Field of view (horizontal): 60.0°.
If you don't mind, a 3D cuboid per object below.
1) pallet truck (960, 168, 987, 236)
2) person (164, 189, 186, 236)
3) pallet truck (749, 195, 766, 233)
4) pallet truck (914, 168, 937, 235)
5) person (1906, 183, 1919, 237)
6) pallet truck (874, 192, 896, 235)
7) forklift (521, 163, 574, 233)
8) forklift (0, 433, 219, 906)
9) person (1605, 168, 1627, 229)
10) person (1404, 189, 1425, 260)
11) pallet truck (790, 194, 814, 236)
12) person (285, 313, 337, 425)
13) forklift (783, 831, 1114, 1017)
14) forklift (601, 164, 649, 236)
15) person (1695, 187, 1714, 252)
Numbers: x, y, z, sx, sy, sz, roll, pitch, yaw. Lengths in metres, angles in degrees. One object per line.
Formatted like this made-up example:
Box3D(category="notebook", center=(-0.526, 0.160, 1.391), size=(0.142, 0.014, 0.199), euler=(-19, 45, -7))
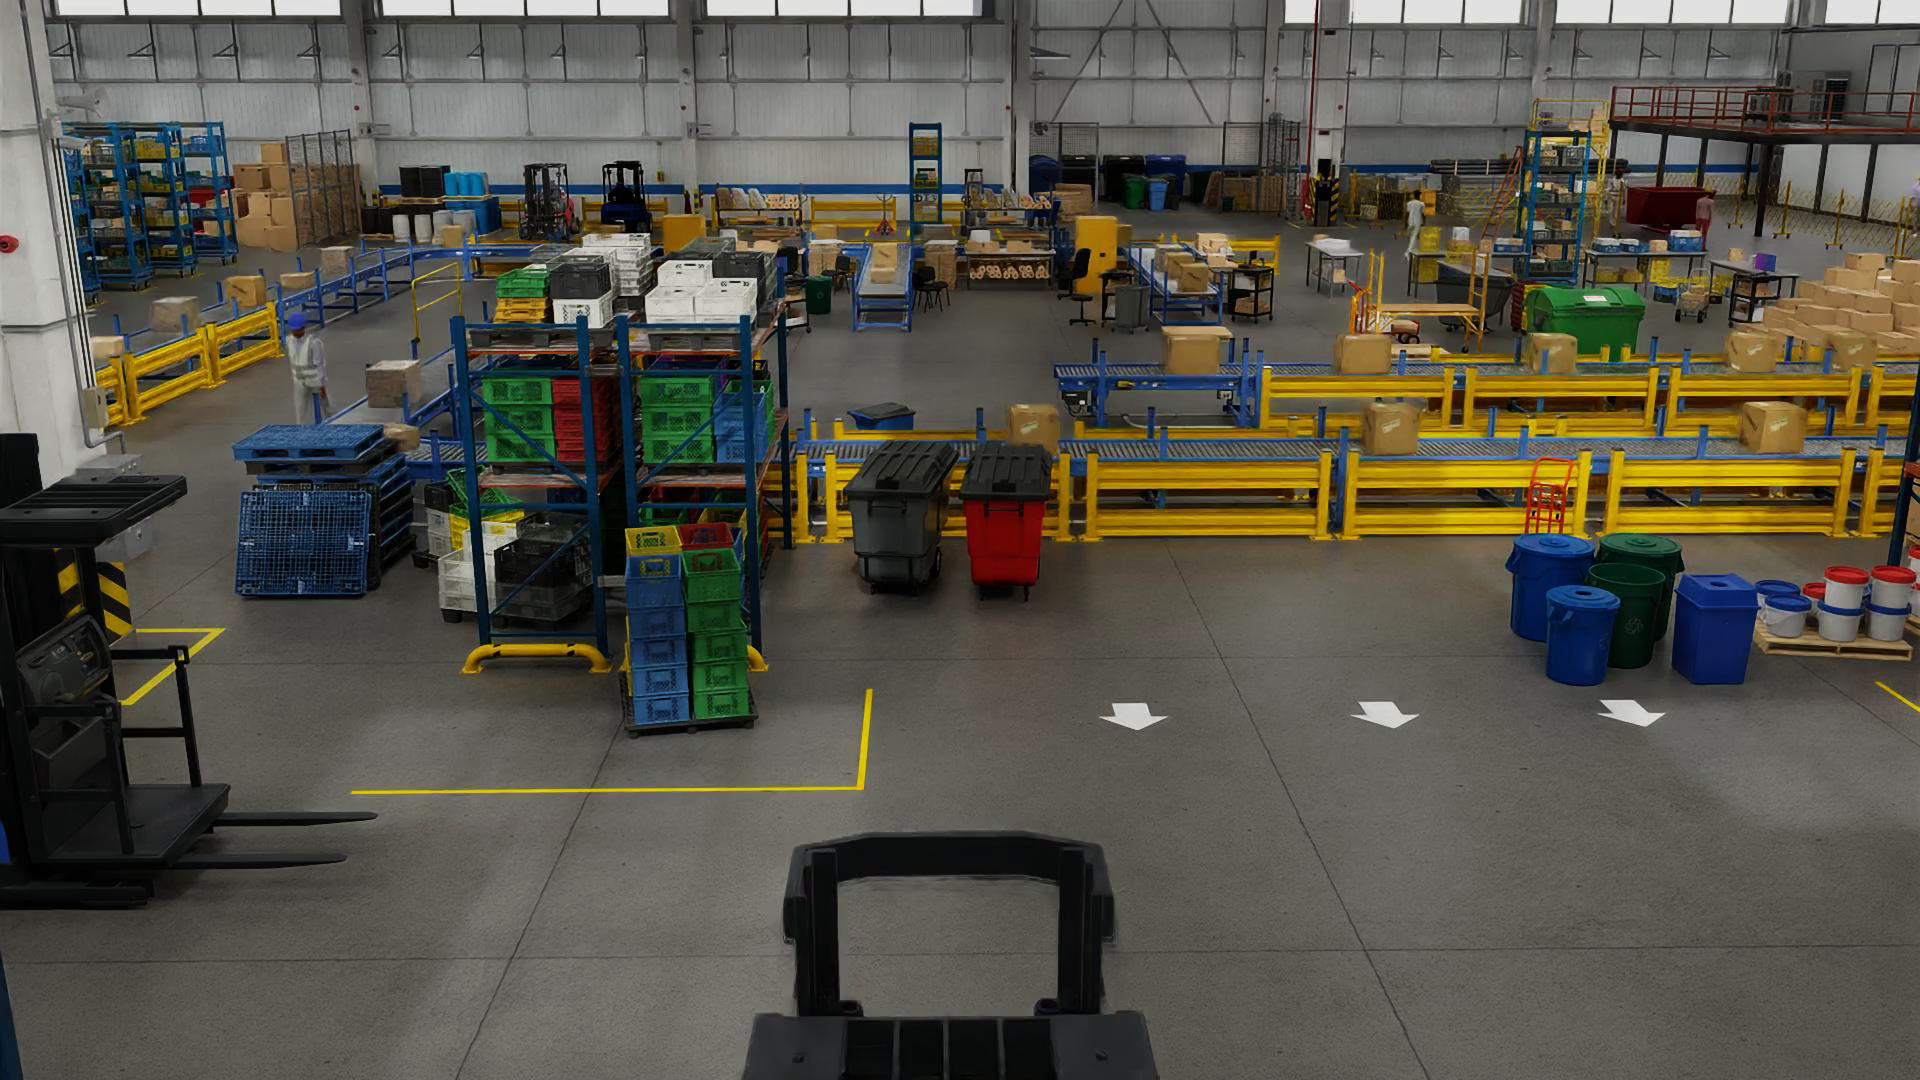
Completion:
Box3D(category="pallet truck", center=(0.383, -10.230, 50.206), size=(0.823, 1.965, 1.885), euler=(-1, 16, -3))
Box3D(category="person", center=(-21.256, -8.737, 45.051), size=(0.663, 1.979, 0.629), euler=(9, 19, 30))
Box3D(category="pallet truck", center=(-6.051, -9.967, 50.660), size=(0.680, 1.201, 1.601), euler=(0, 16, -1))
Box3D(category="pallet truck", center=(-0.989, -10.316, 50.507), size=(0.823, 1.965, 1.885), euler=(1, 16, 3))
Box3D(category="person", center=(28.530, -9.970, 49.463), size=(0.583, 1.908, 0.464), euler=(-1, 16, -5))
Box3D(category="pallet truck", center=(-2.277, -9.986, 50.594), size=(0.653, 1.274, 1.630), euler=(0, 16, -1))
Box3D(category="forklift", center=(-12.233, -10.122, 49.298), size=(1.157, 1.987, 2.680), euler=(0, 16, -1))
Box3D(category="forklift", center=(-5.952, 0.780, 10.366), size=(1.873, 2.768, 1.129), euler=(0, 16, -1))
Box3D(category="person", center=(20.419, -10.628, 51.810), size=(0.581, 1.880, 0.479), euler=(3, 16, 11))
Box3D(category="person", center=(11.994, -8.322, 43.893), size=(0.526, 1.840, 0.962), euler=(15, 22, 42))
Box3D(category="pallet truck", center=(-4.814, -9.883, 50.259), size=(0.704, 1.261, 1.522), euler=(-1, 16, -3))
Box3D(category="person", center=(-8.747, -2.170, 22.459), size=(0.614, 1.864, 1.078), euler=(4, 16, 12))
Box3D(category="forklift", center=(-0.033, 2.271, 5.182), size=(1.129, 2.768, 1.873), euler=(0, 16, -1))
Box3D(category="forklift", center=(-9.948, -10.127, 49.296), size=(1.157, 1.987, 2.680), euler=(-1, 16, -3))
Box3D(category="person", center=(20.481, -8.829, 45.767), size=(0.333, 1.761, 0.526), euler=(-11, 19, -32))
